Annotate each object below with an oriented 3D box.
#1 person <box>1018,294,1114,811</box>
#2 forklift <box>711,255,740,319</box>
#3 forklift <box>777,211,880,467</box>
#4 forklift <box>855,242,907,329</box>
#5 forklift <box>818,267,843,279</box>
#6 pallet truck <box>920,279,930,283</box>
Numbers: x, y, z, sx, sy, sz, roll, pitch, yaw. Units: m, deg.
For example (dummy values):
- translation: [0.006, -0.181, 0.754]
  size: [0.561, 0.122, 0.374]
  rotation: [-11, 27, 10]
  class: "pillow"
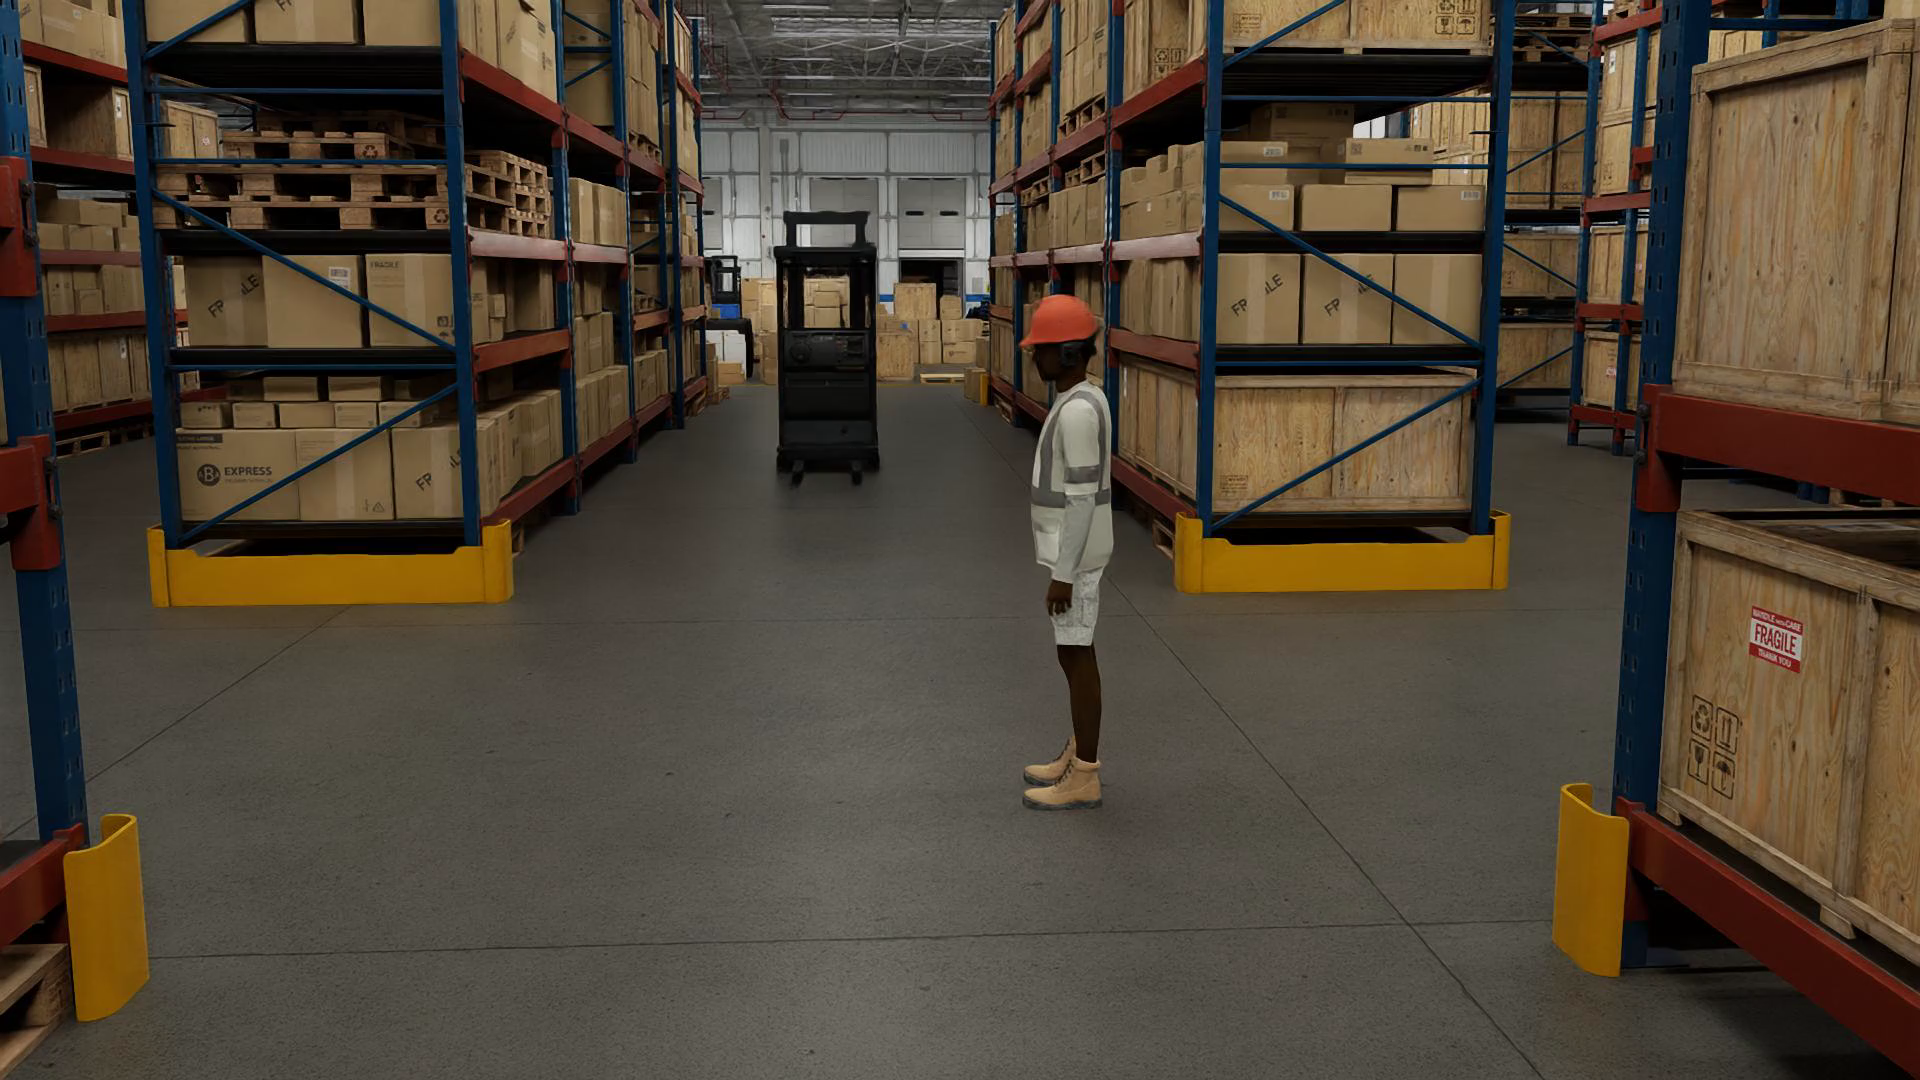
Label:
- translation: [0.418, 0.054, 6.612]
  size: [0.381, 2.044, 0.605]
  rotation: [1, 9, 6]
  class: "person"
- translation: [-8.400, -8.787, 59.502]
  size: [1.129, 2.768, 1.873]
  rotation: [-1, 9, -4]
  class: "forklift"
- translation: [-1.497, -2.299, 18.764]
  size: [1.129, 2.768, 1.873]
  rotation: [-1, 9, -4]
  class: "forklift"
- translation: [-2.109, -5.143, 36.625]
  size: [1.873, 2.768, 1.129]
  rotation: [-1, 9, -5]
  class: "forklift"
- translation: [-4.557, -8.707, 59.001]
  size: [1.129, 2.768, 1.873]
  rotation: [-5, 10, -30]
  class: "forklift"
- translation: [-0.932, -8.922, 63.114]
  size: [1.885, 1.965, 0.823]
  rotation: [2, 9, 13]
  class: "pallet truck"
